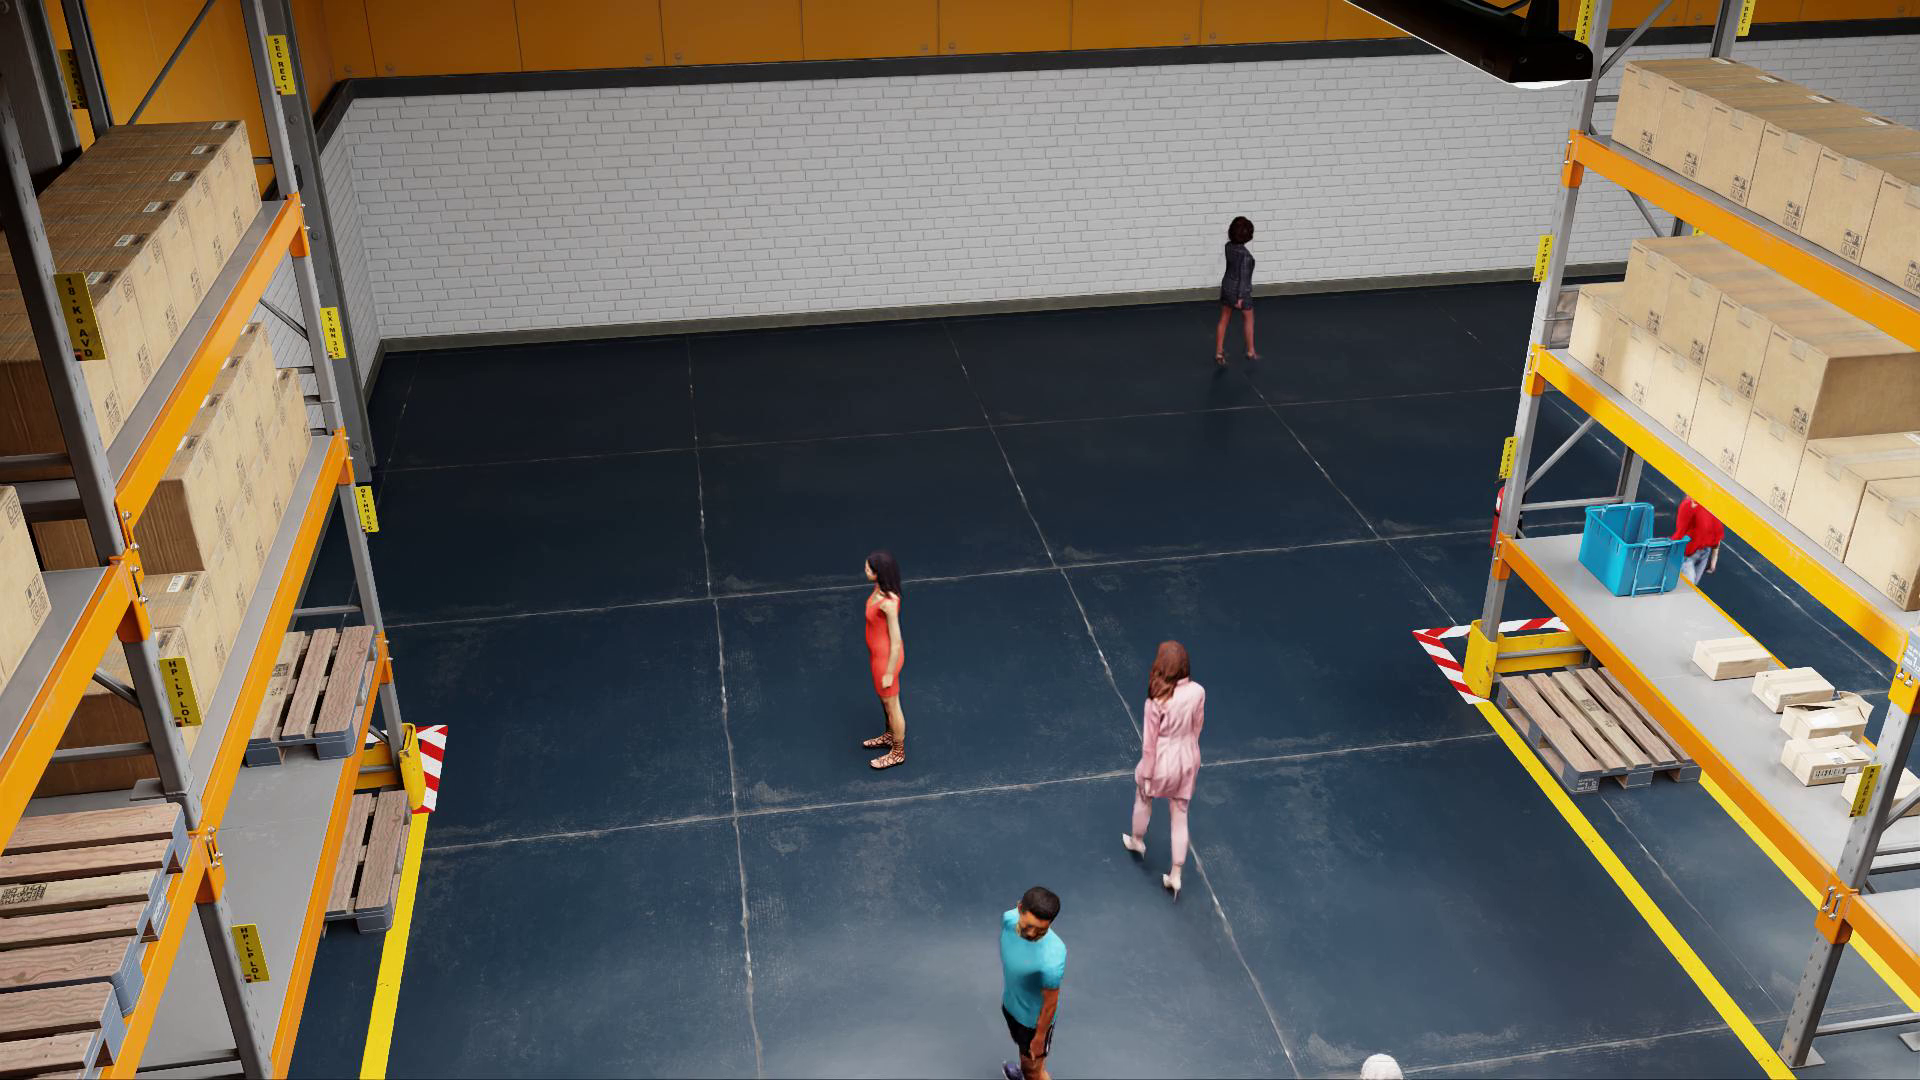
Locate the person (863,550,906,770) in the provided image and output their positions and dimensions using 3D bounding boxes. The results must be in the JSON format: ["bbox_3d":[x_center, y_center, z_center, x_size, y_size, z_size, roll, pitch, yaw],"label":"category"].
[{"bbox_3d":[-0.518,0.821,11.667,0.657,1.719,0.455,-6,29,-12],"label":"person"}]

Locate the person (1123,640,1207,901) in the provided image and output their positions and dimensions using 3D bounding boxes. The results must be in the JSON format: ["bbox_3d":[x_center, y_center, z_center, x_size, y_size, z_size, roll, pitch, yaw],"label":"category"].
[{"bbox_3d":[1.357,1.481,10.397,0.684,1.776,0.915,-8,30,-14],"label":"person"}]

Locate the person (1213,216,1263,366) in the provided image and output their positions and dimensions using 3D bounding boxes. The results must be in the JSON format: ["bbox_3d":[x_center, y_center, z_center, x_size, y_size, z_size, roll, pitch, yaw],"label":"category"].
[{"bbox_3d":[2.931,-2.665,18.100,0.850,1.677,0.865,-16,32,-27],"label":"person"}]

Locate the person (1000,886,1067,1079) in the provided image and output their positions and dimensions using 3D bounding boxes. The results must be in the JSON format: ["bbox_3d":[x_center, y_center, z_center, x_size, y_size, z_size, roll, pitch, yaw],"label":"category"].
[{"bbox_3d":[0.377,2.398,8.736,0.924,1.756,0.617,-8,30,-14],"label":"person"}]
